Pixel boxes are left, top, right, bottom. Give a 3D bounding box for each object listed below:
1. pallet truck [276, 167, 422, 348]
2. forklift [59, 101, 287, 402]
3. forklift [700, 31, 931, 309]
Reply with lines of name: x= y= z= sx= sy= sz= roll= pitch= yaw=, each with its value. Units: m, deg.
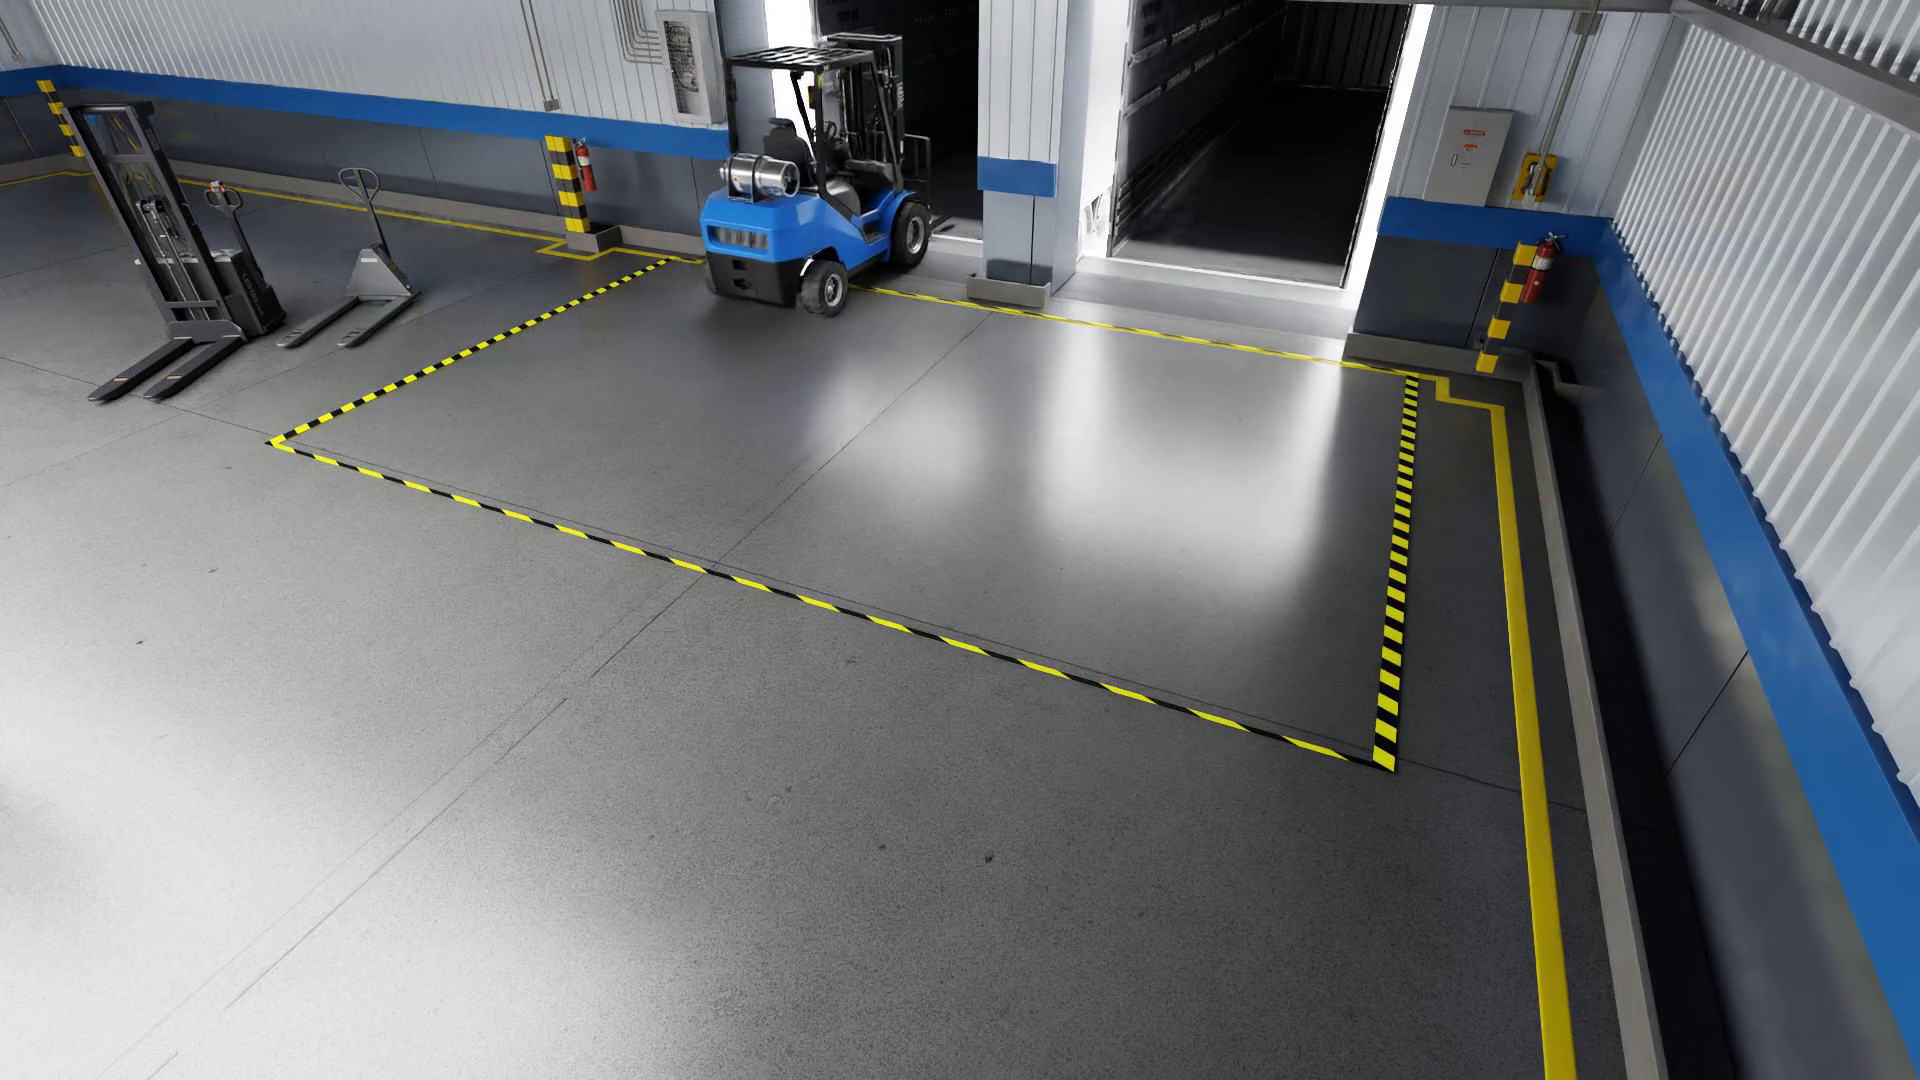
pallet truck: x=-5.732 y=-2.611 z=8.414 sx=0.680 sy=1.201 sz=1.601 roll=-1 pitch=35 yaw=-1
forklift: x=-6.686 y=-2.387 z=7.434 sx=0.823 sy=1.965 sz=1.885 roll=-3 pitch=35 yaw=-5
forklift: x=-1.404 y=-3.695 z=8.977 sx=1.157 sy=2.036 sz=2.680 roll=16 pitch=38 yaw=21
